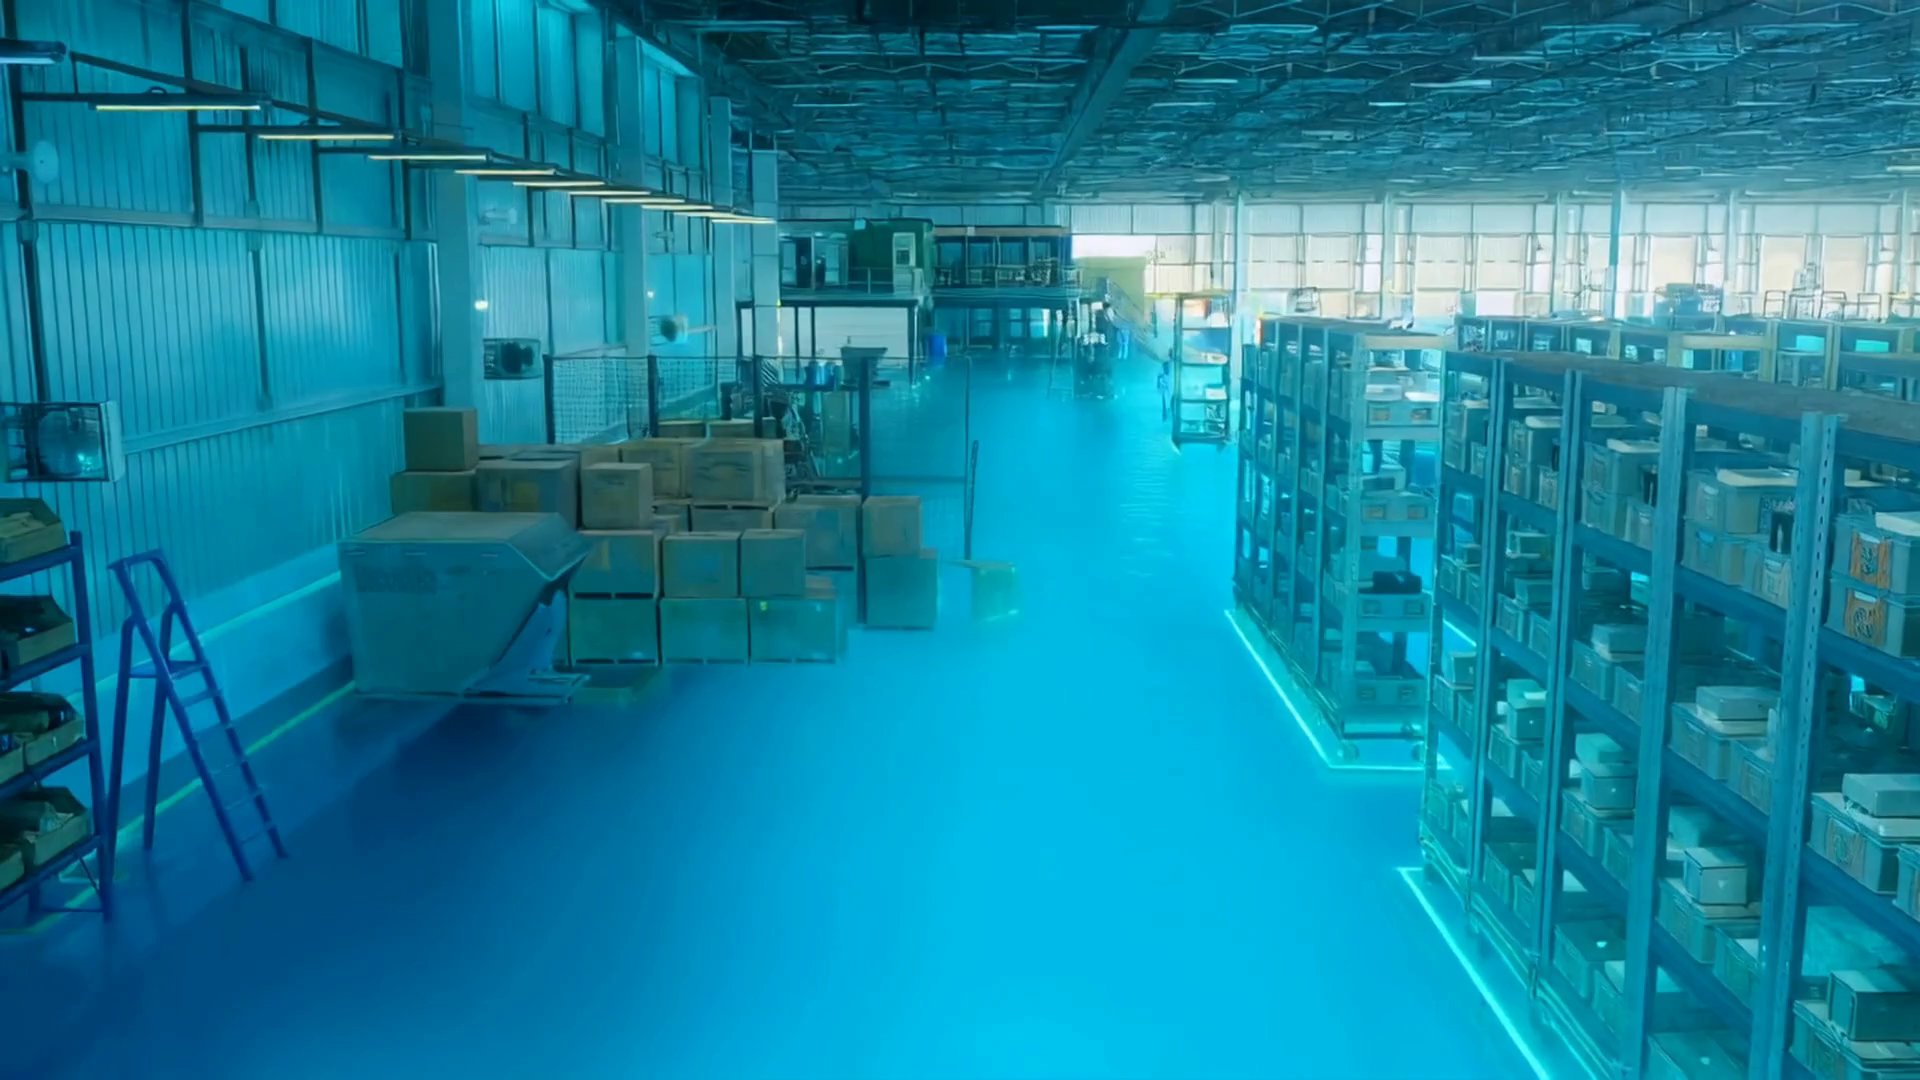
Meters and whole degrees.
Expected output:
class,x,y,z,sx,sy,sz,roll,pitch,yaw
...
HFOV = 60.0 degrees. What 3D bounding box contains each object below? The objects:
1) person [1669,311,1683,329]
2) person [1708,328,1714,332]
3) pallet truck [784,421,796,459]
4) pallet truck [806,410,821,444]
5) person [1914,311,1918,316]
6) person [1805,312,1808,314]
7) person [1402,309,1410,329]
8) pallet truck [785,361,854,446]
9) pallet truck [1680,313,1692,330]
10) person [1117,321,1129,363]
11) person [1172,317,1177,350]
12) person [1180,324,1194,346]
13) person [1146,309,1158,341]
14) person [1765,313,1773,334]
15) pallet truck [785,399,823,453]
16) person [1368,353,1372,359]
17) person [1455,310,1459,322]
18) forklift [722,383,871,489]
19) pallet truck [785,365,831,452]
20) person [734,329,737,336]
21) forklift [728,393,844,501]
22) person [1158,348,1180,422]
class,x,y,z,sx,sy,sz,roll,pitch,yaw
person,36.895,-10.826,85.929,0.989,2.000,0.708,-4,10,-24
person,33.355,-8.830,73.956,0.373,1.931,0.544,0,9,1
pallet truck,-4.013,-1.793,32.705,1.601,1.201,0.680,0,9,1
pallet truck,-3.559,-2.018,33.905,1.522,1.261,0.704,0,9,-1
person,53.329,-11.885,93.004,0.662,1.871,0.993,8,12,40
person,44.816,-11.145,88.252,0.369,1.932,0.633,2,9,10
person,25.261,-12.127,94.337,0.587,1.918,0.395,-5,11,-30
pallet truck,-3.410,-3.193,38.978,1.885,1.965,0.823,0,9,-1
pallet truck,36.315,-10.531,84.244,0.823,1.965,1.885,-6,11,-33
person,7.268,-8.844,74.182,0.581,1.882,0.339,-2,9,-14
person,10.832,-10.359,83.647,0.417,1.847,0.734,-5,11,-29
person,10.319,-9.087,75.755,0.615,1.870,1.016,8,12,40
person,11.174,-12.518,96.842,0.910,1.876,0.612,-2,9,-12
person,42.904,-11.093,88.208,0.430,1.839,0.619,2,9,14
pallet truck,-3.814,-2.432,36.419,1.630,1.274,0.653,0,9,1
person,12.991,-5.231,52.107,0.404,1.822,0.597,-3,10,-17
person,28.731,-12.405,96.264,0.390,1.847,0.548,0,9,1
forklift,-2.893,-1.687,28.729,2.680,1.987,1.157,0,9,-1
pallet truck,-3.774,-2.976,37.635,1.885,1.965,0.823,1,9,5
person,-9.136,-7.413,65.634,0.648,1.807,0.570,-5,11,-29
forklift,-2.979,-1.316,26.476,2.680,1.987,1.157,0,9,1
person,5.688,-4.237,45.318,0.608,2.029,0.625,1,9,7
